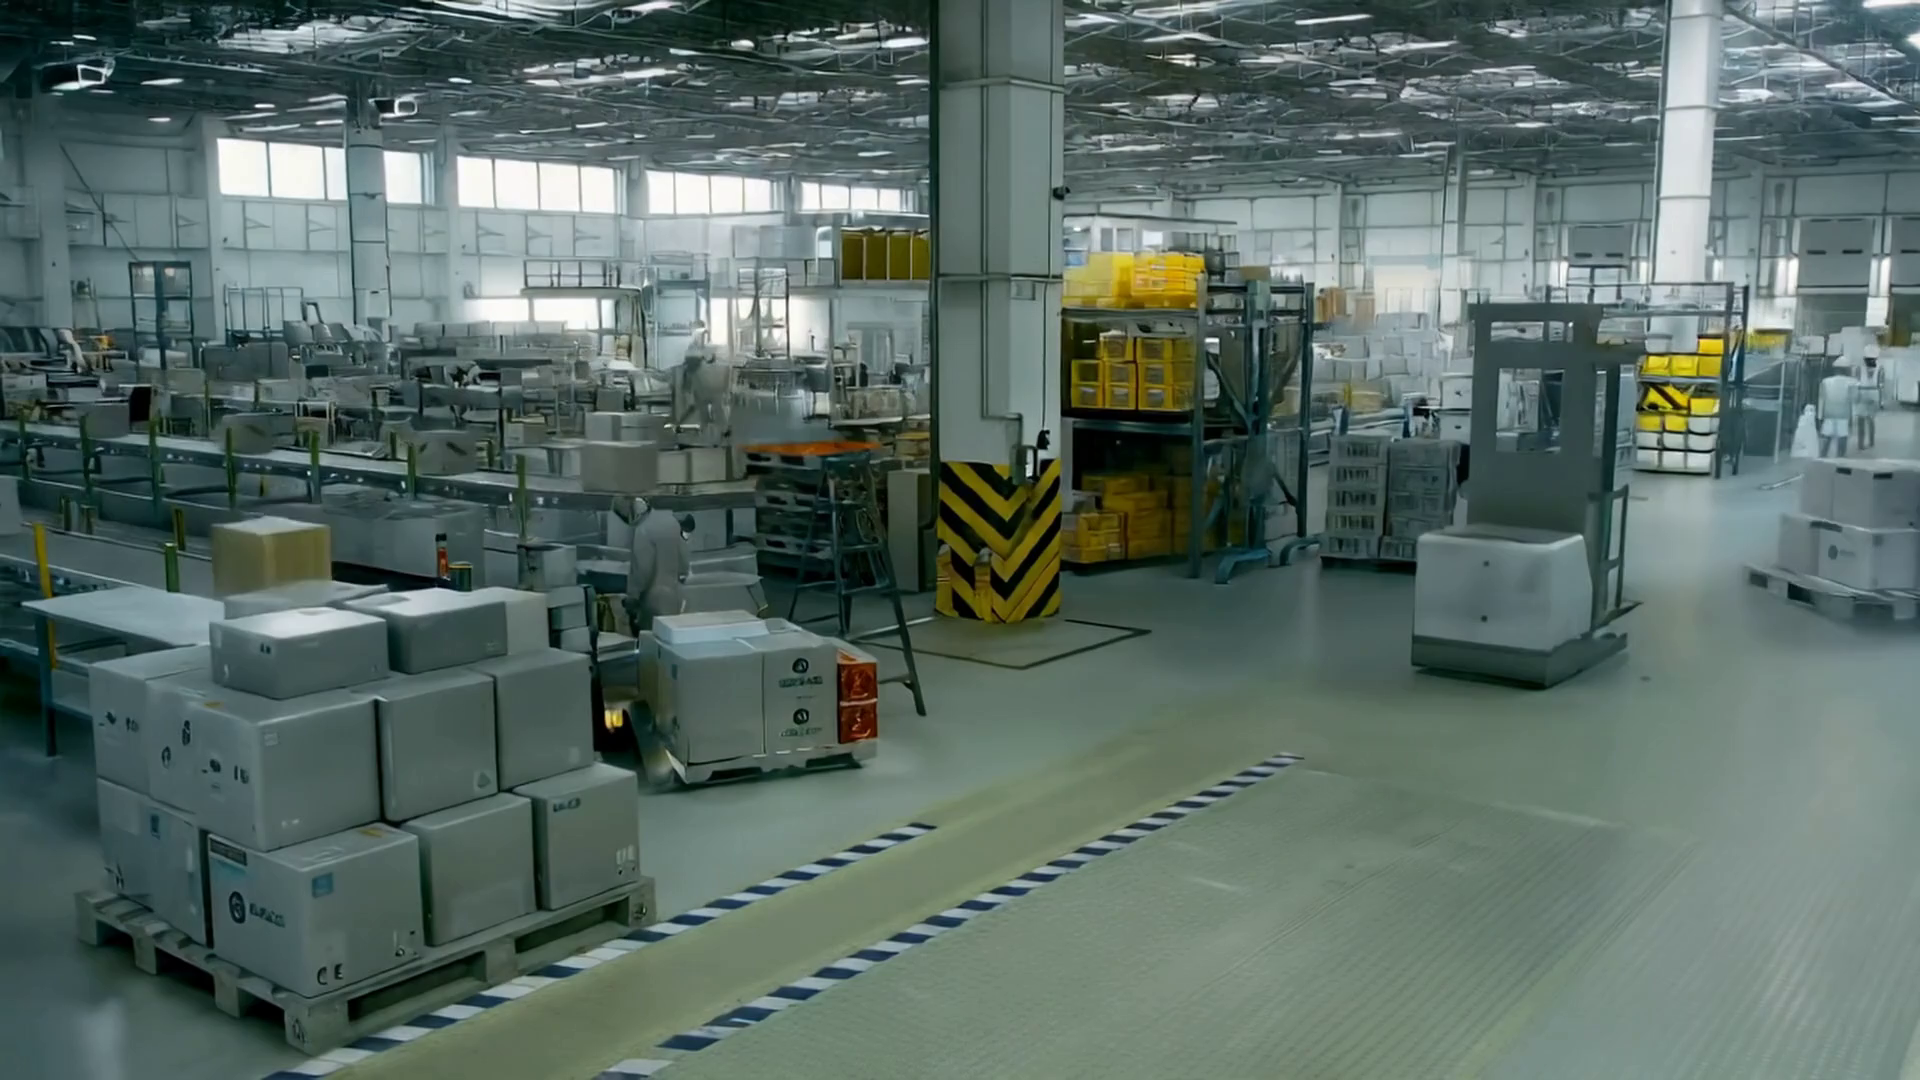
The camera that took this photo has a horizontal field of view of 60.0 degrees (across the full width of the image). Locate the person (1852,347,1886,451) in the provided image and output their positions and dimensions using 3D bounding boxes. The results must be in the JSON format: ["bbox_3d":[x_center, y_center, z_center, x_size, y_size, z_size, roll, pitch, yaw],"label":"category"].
[{"bbox_3d":[16.713,-2.600,30.644,0.552,1.922,0.474,6,10,33],"label":"person"}]

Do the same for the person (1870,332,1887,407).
[{"bbox_3d":[23.183,-4.328,42.266,0.766,1.931,0.629,2,9,15],"label":"person"}]

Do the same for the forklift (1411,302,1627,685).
[{"bbox_3d":[4.379,-0.438,12.852,1.129,2.768,1.873,7,11,37],"label":"forklift"}]

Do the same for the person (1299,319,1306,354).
[{"bbox_3d":[15.989,-9.541,77.380,0.356,1.938,0.545,-7,11,-38],"label":"person"}]

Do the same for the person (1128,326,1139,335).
[{"bbox_3d":[5.469,-5.885,52.956,0.628,1.867,0.558,-2,9,-15],"label":"person"}]

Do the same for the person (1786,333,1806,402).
[{"bbox_3d":[21.648,-4.420,43.112,0.329,1.865,0.518,-3,9,-18],"label":"person"}]

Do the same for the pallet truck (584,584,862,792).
[{"bbox_3d":[-1.426,0.805,10.019,1.601,1.201,0.680,-4,9,-26],"label":"pallet truck"}]

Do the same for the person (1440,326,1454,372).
[{"bbox_3d":[17.188,-6.673,58.708,0.502,1.729,0.438,1,8,3],"label":"person"}]

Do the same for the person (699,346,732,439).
[{"bbox_3d":[-4.846,-2.909,32.966,0.669,1.836,1.014,3,9,20],"label":"person"}]

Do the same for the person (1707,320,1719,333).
[{"bbox_3d":[29.863,-7.809,65.978,0.548,1.857,0.477,-1,8,-3],"label":"person"}]

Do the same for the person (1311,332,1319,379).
[{"bbox_3d":[10.355,-5.242,49.019,0.349,1.759,0.522,-8,11,-42],"label":"person"}]

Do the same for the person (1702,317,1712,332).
[{"bbox_3d":[33.090,-8.983,73.593,0.644,1.937,1.016,-8,12,-43],"label":"person"}]

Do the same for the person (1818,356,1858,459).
[{"bbox_3d":[14.021,-1.989,26.611,0.553,1.903,0.941,7,11,41],"label":"person"}]

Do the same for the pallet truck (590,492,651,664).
[{"bbox_3d":[-3.115,0.344,12.883,0.653,1.274,1.630,7,11,37],"label":"pallet truck"}]

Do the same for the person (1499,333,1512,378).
[{"bbox_3d":[13.650,-4.192,41.401,0.553,1.908,0.884,-7,11,-40],"label":"person"}]

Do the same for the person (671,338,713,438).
[{"bbox_3d":[-5.347,-3.032,33.304,0.928,2.008,0.611,-7,11,-39],"label":"person"}]

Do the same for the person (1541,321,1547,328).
[{"bbox_3d":[24.296,-8.249,69.044,0.431,1.836,0.619,-3,9,-18],"label":"person"}]

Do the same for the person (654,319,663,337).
[{"bbox_3d":[-12.424,-8.131,68.189,0.516,1.842,0.328,0,8,3],"label":"person"}]

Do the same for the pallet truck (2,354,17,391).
[{"bbox_3d":[-24.881,-4.417,42.634,1.885,1.965,0.823,8,11,41],"label":"pallet truck"}]

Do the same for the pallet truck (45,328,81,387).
[{"bbox_3d":[-23.775,-4.544,43.495,1.885,1.965,0.823,6,10,35],"label":"pallet truck"}]

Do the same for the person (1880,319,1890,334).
[{"bbox_3d":[38.776,-8.367,69.785,0.428,1.842,0.631,3,9,20],"label":"person"}]

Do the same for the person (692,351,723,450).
[{"bbox_3d":[-4.680,-2.584,30.833,0.590,1.833,0.404,-4,9,-25],"label":"person"}]

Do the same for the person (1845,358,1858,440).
[{"bbox_3d":[17.581,-2.803,33.016,0.508,1.614,0.556,-2,9,-12],"label":"person"}]
